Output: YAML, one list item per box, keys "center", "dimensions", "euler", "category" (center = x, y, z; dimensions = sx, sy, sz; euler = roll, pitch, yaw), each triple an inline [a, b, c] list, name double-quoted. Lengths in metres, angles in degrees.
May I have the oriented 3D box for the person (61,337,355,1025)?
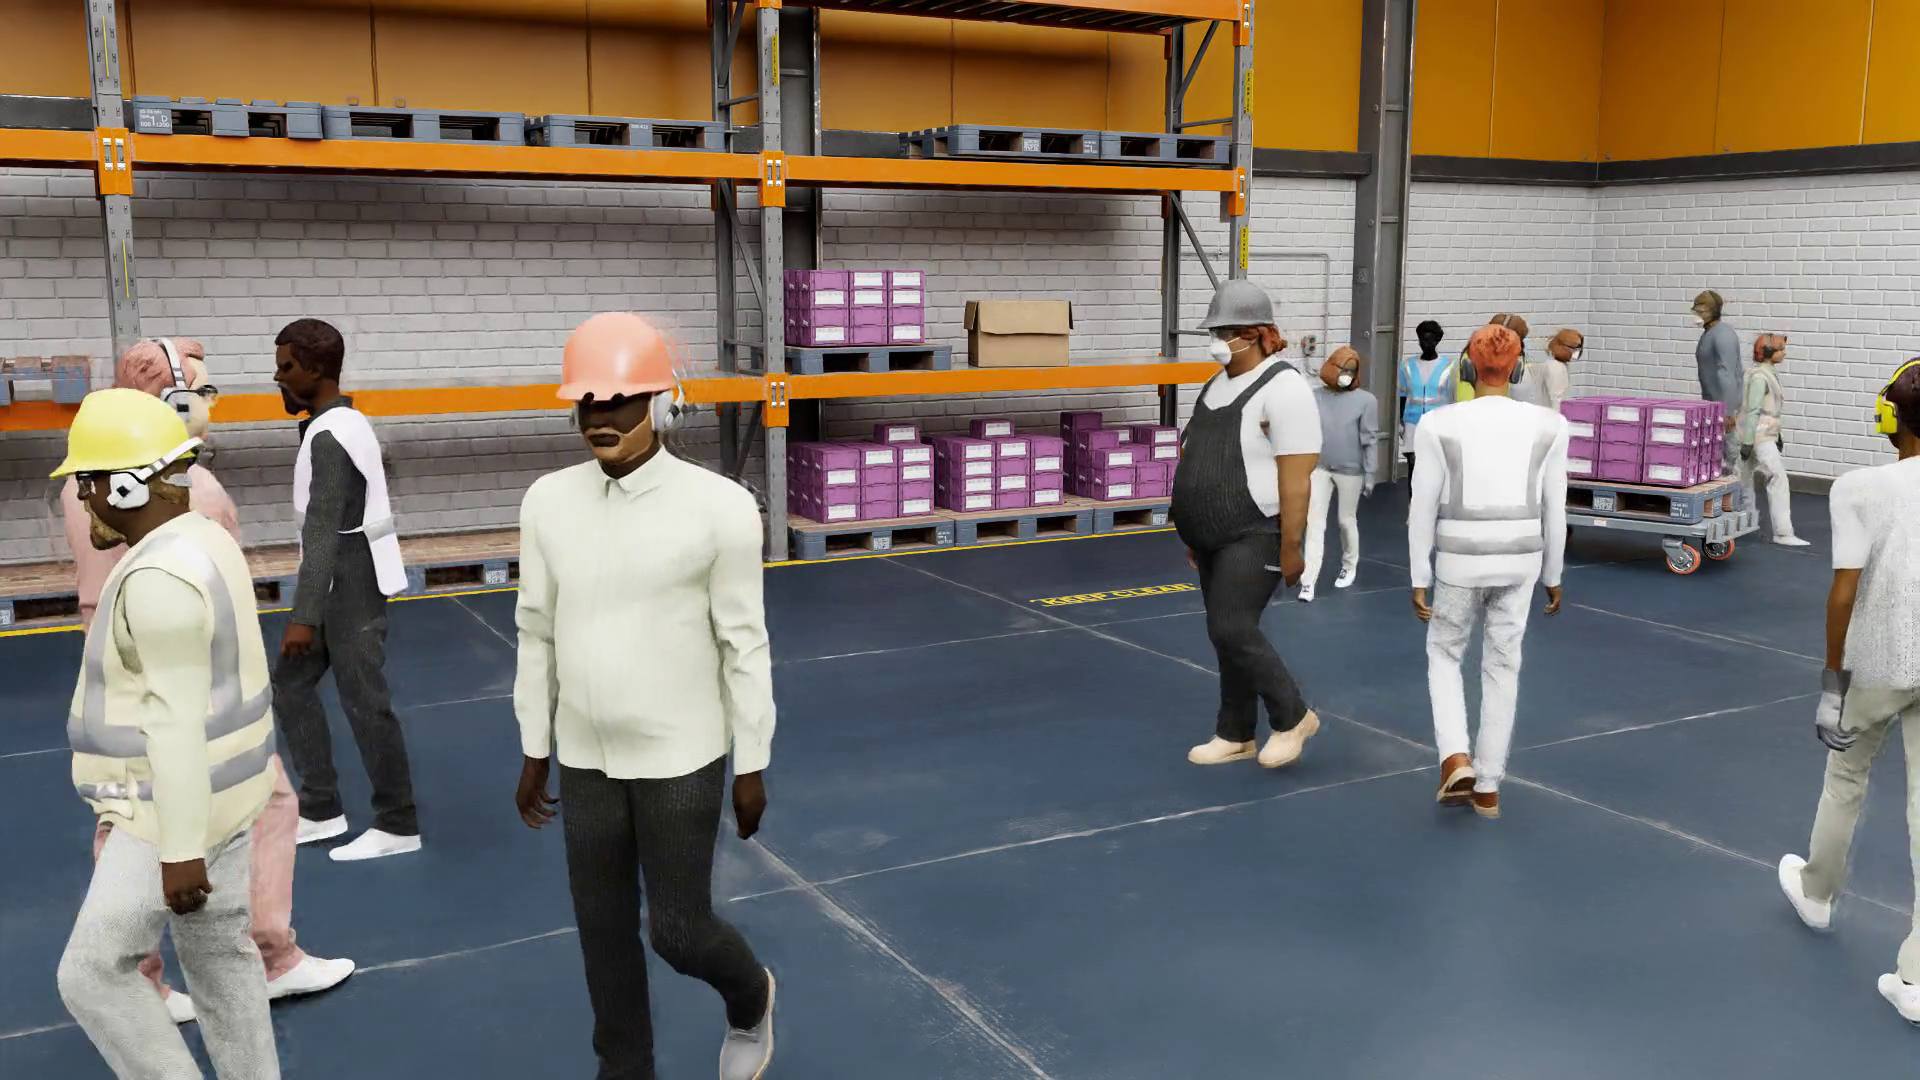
- center: [-2.043, 0.394, 4.545]
  dimensions: [0.674, 1.878, 0.772]
  euler: [7, 11, 35]
  category: "person"

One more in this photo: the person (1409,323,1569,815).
- center: [1.985, 0.127, 6.259]
  dimensions: [0.590, 1.865, 0.446]
  euler: [1, 9, 8]
  category: "person"

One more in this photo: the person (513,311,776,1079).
- center: [-0.710, 0.463, 3.845]
  dimensions: [0.629, 1.978, 0.563]
  euler: [4, 10, 21]
  category: "person"

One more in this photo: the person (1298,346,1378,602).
- center: [2.379, -0.433, 10.516]
  dimensions: [0.528, 1.581, 0.866]
  euler: [4, 10, 25]
  category: "person"

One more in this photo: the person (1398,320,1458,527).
- center: [3.836, -0.963, 13.526]
  dimensions: [0.543, 1.665, 0.810]
  euler: [5, 10, 27]
  category: "person"

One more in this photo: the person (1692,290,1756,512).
- center: [6.015, -1.050, 13.362]
  dimensions: [0.965, 1.878, 0.729]
  euler: [2, 10, 15]
  category: "person"

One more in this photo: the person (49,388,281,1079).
- center: [-1.764, 0.575, 3.669]
  dimensions: [0.503, 1.809, 0.601]
  euler: [-2, 10, -13]
  category: "person"

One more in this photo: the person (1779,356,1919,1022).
- center: [2.729, 0.382, 4.832]
  dimensions: [0.539, 1.814, 0.992]
  euler: [1, 9, 9]
  category: "person"

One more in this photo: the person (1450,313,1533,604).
- center: [3.330, -0.509, 10.338]
  dimensions: [0.598, 1.802, 0.670]
  euler: [-5, 10, -27]
  category: "person"

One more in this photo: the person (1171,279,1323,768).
- center: [1.124, -0.054, 6.806]
  dimensions: [0.538, 2.000, 0.687]
  euler: [-3, 10, -16]
  category: "person"

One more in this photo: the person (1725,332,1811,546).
- center: [5.958, -0.773, 12.532]
  dimensions: [0.845, 1.600, 0.505]
  euler: [5, 10, 27]
  category: "person"

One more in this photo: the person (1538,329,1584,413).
- center: [4.782, -0.914, 13.437]
  dimensions: [0.766, 1.585, 0.517]
  euler: [6, 11, 31]
  category: "person"

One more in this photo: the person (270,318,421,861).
- center: [-2.224, 0.200, 5.726]
  dimensions: [0.688, 1.896, 0.596]
  euler: [-4, 10, -24]
  category: "person"
